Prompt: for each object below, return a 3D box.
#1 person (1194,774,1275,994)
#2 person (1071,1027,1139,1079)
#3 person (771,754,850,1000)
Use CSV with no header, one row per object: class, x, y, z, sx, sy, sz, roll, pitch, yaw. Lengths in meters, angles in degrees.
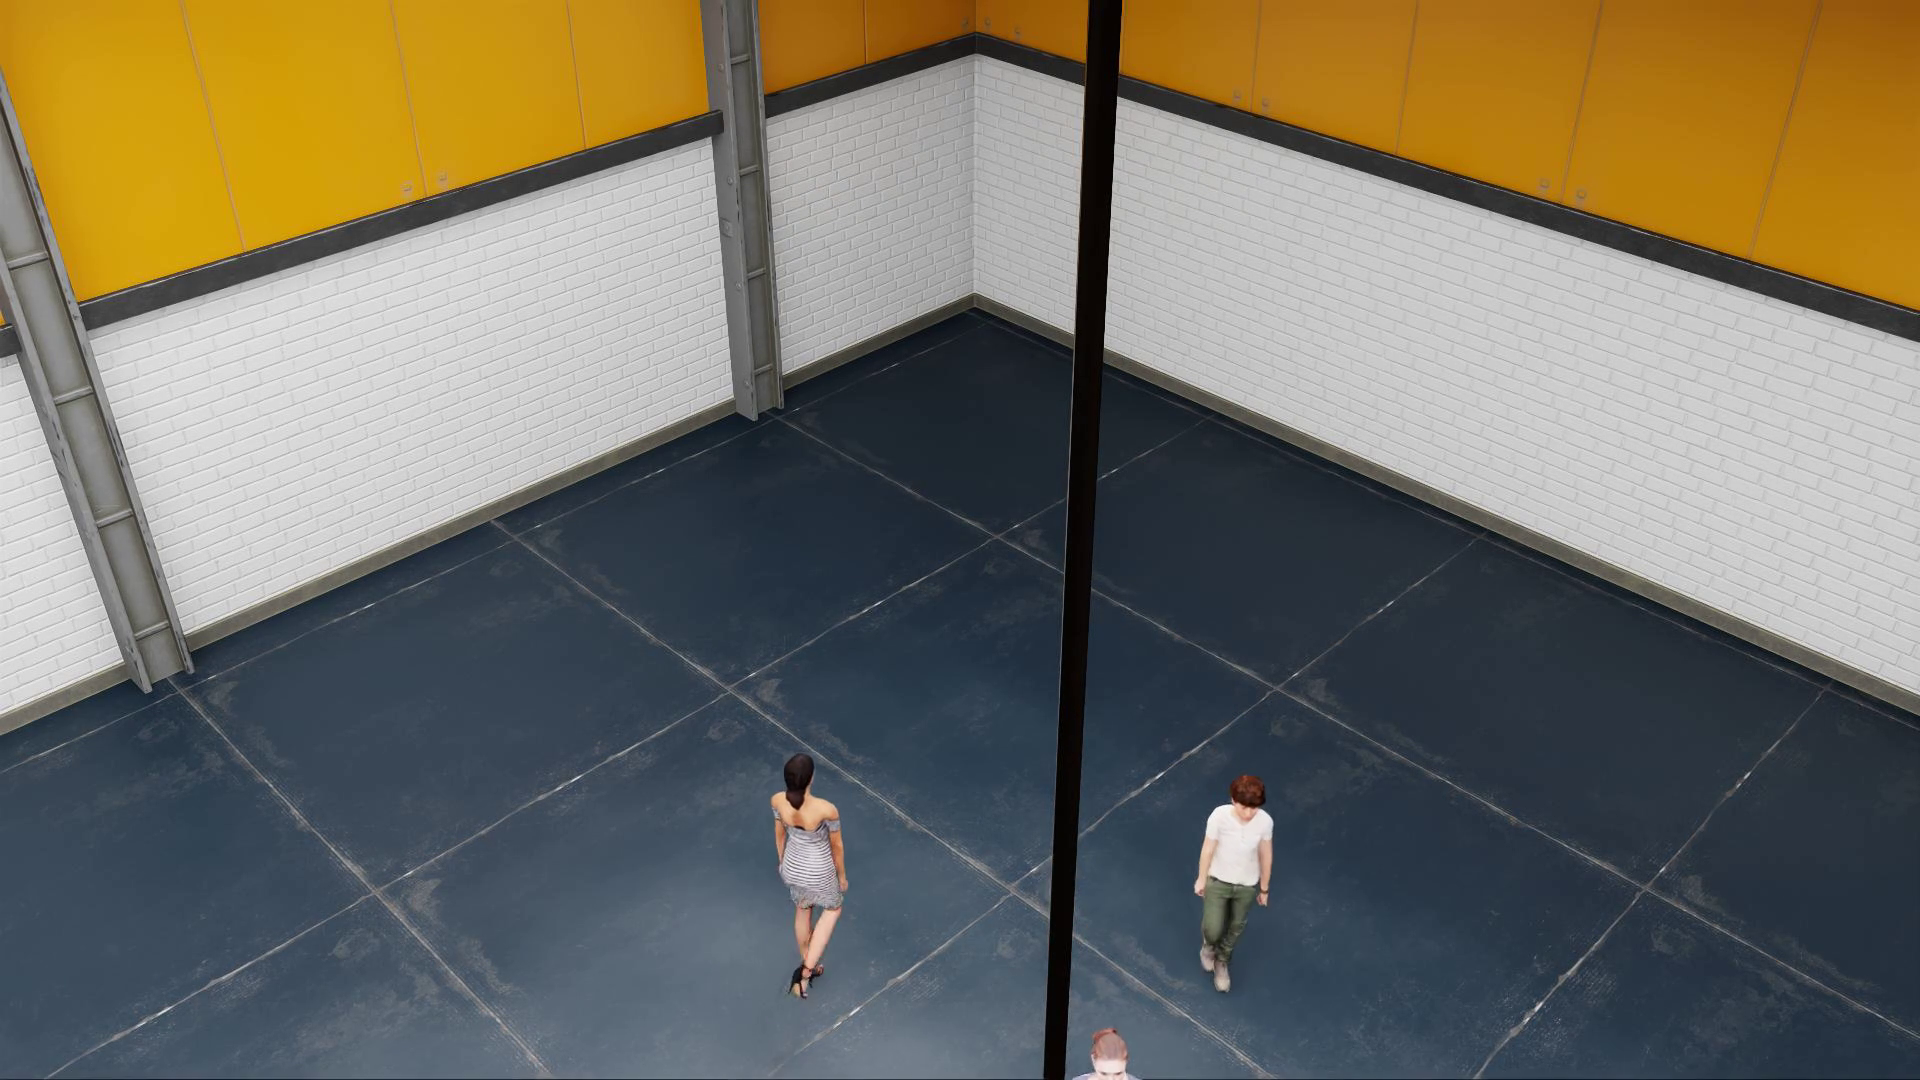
person,1.633,2.003,10.053,0.756,1.651,0.816,0,34,0
person,0.681,3.062,8.385,1.079,1.735,1.142,0,34,0
person,-0.927,2.049,9.841,0.770,1.809,0.856,12,35,17
